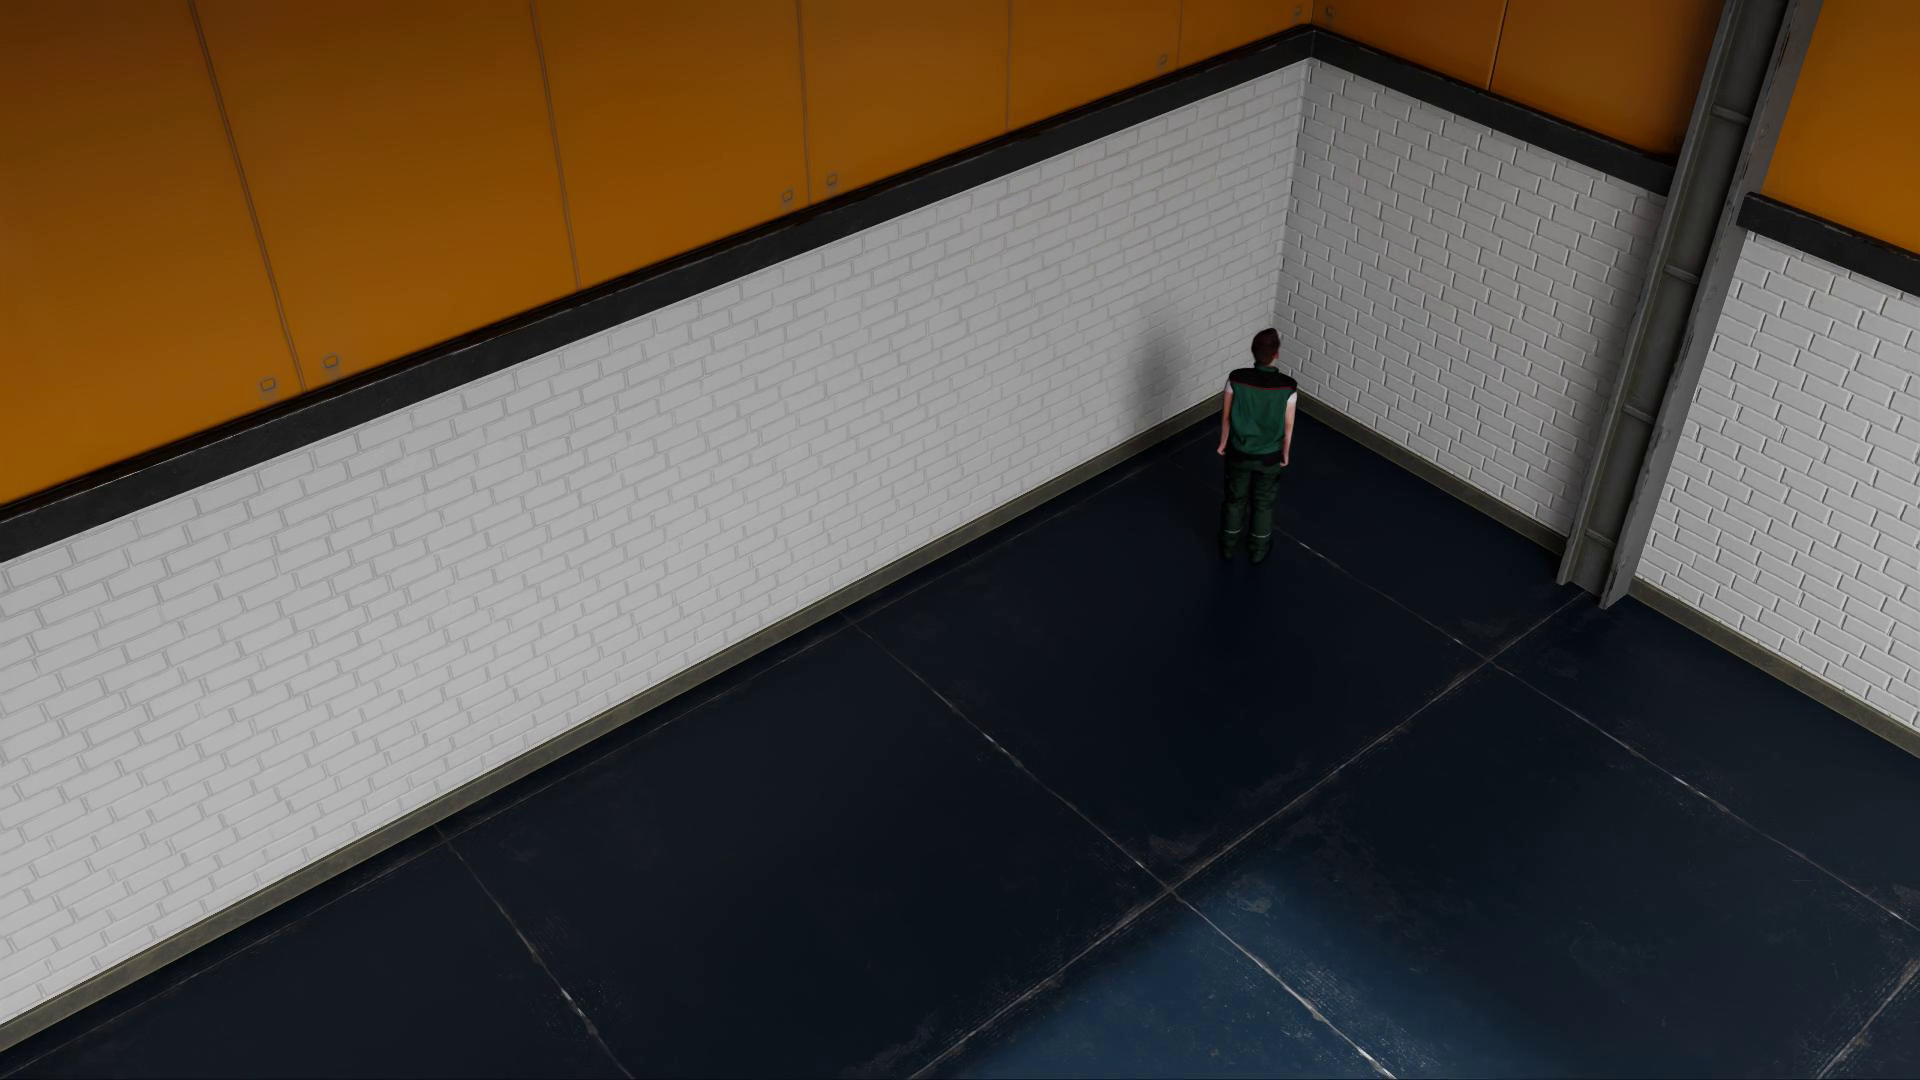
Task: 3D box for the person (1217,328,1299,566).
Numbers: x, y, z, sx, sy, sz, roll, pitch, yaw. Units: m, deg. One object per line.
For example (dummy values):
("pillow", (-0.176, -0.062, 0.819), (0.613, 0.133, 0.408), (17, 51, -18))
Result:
("person", (2.005, -0.630, 11.314), (0.699, 1.841, 0.798), (10, 40, 12))
